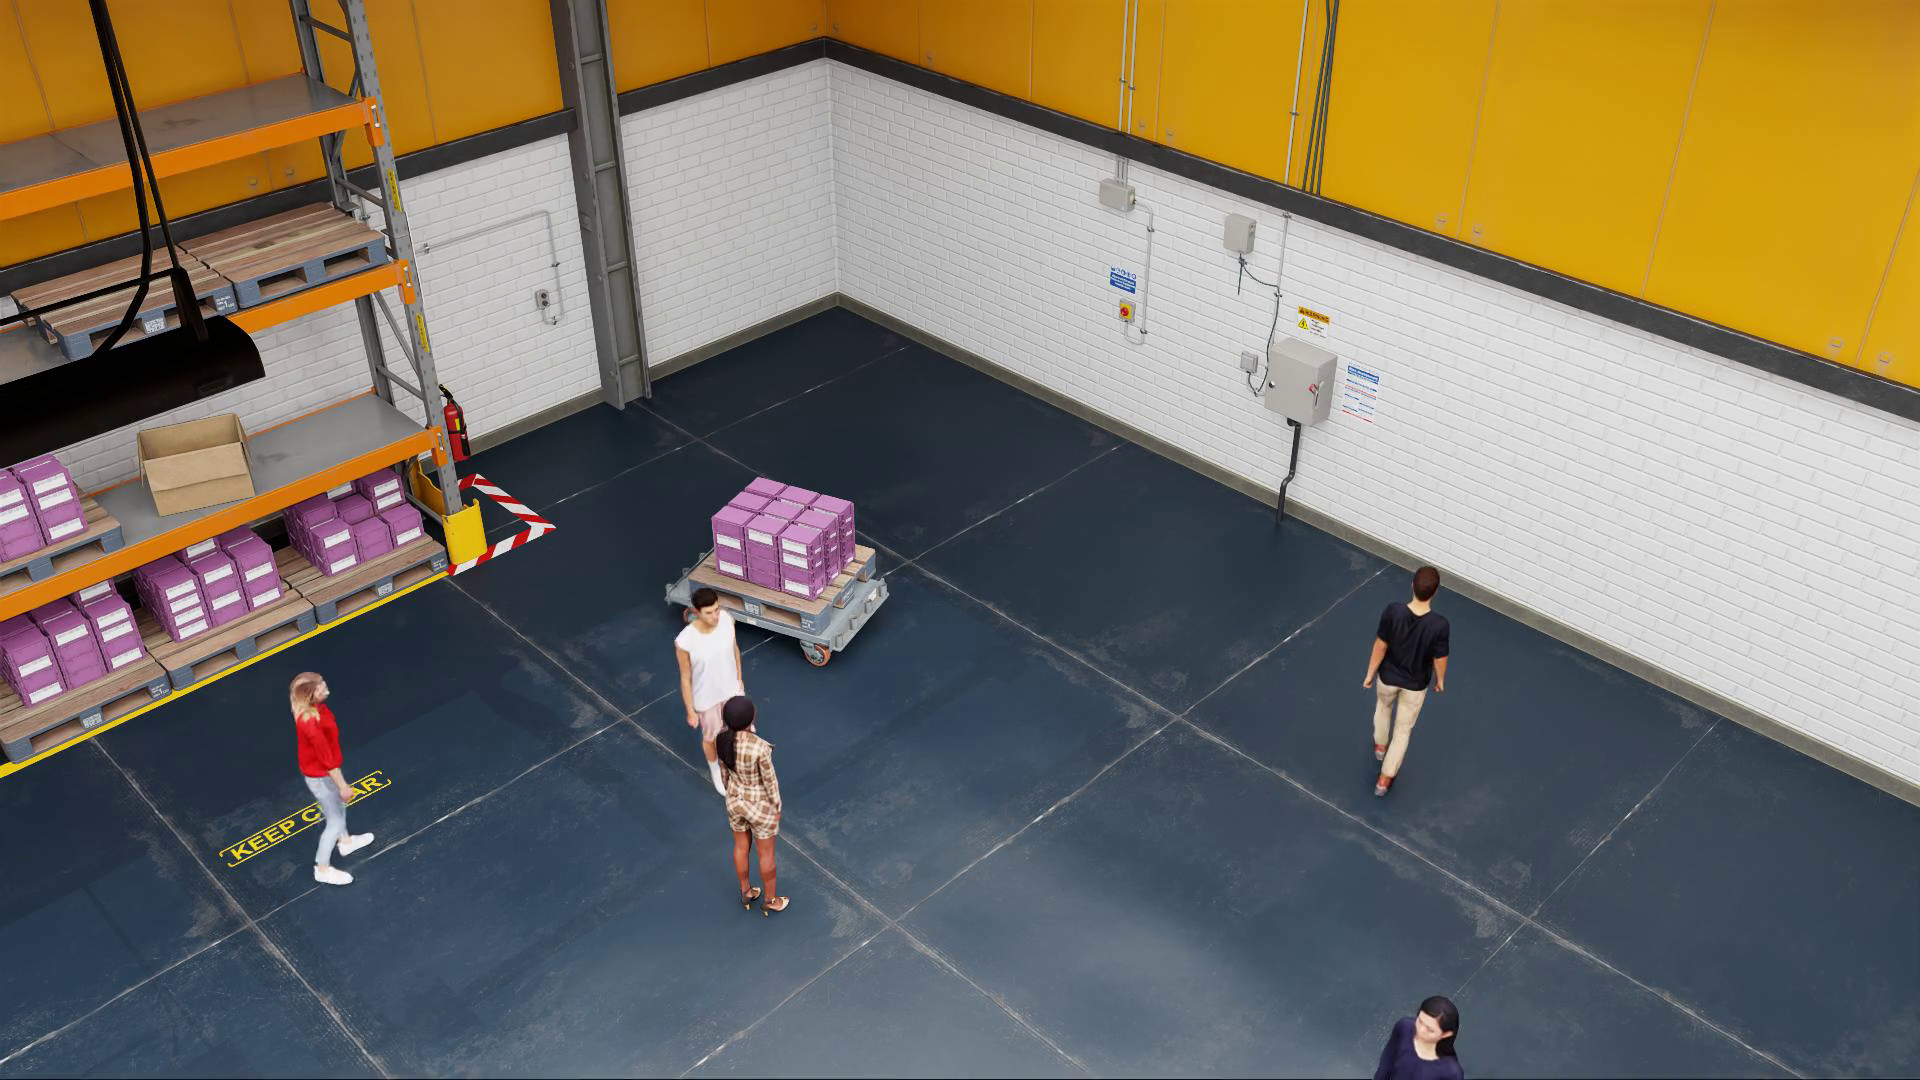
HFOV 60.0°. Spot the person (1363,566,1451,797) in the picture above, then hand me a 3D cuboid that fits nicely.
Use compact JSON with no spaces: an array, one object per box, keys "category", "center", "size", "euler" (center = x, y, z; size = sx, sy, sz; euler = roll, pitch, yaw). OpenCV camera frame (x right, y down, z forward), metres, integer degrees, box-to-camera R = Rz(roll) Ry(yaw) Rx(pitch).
[{"category":"person","center":[3.080,1.030,11.614],"size":[0.858,1.837,0.990],"euler":[15,36,21]}]

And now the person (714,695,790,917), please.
[{"category":"person","center":[-1.335,1.707,10.635],"size":[0.640,1.793,0.633],"euler":[18,37,25]}]

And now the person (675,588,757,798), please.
[{"category":"person","center":[-1.758,1.022,11.684],"size":[0.633,1.774,0.763],"euler":[-23,40,-30]}]

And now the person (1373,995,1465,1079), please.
[{"category":"person","center":[2.464,2.979,8.811],"size":[1.169,1.694,0.855],"euler":[-15,36,-21]}]

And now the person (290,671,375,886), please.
[{"category":"person","center":[-4.198,1.546,10.975],"size":[0.770,1.685,0.754],"euler":[-24,40,-31]}]
